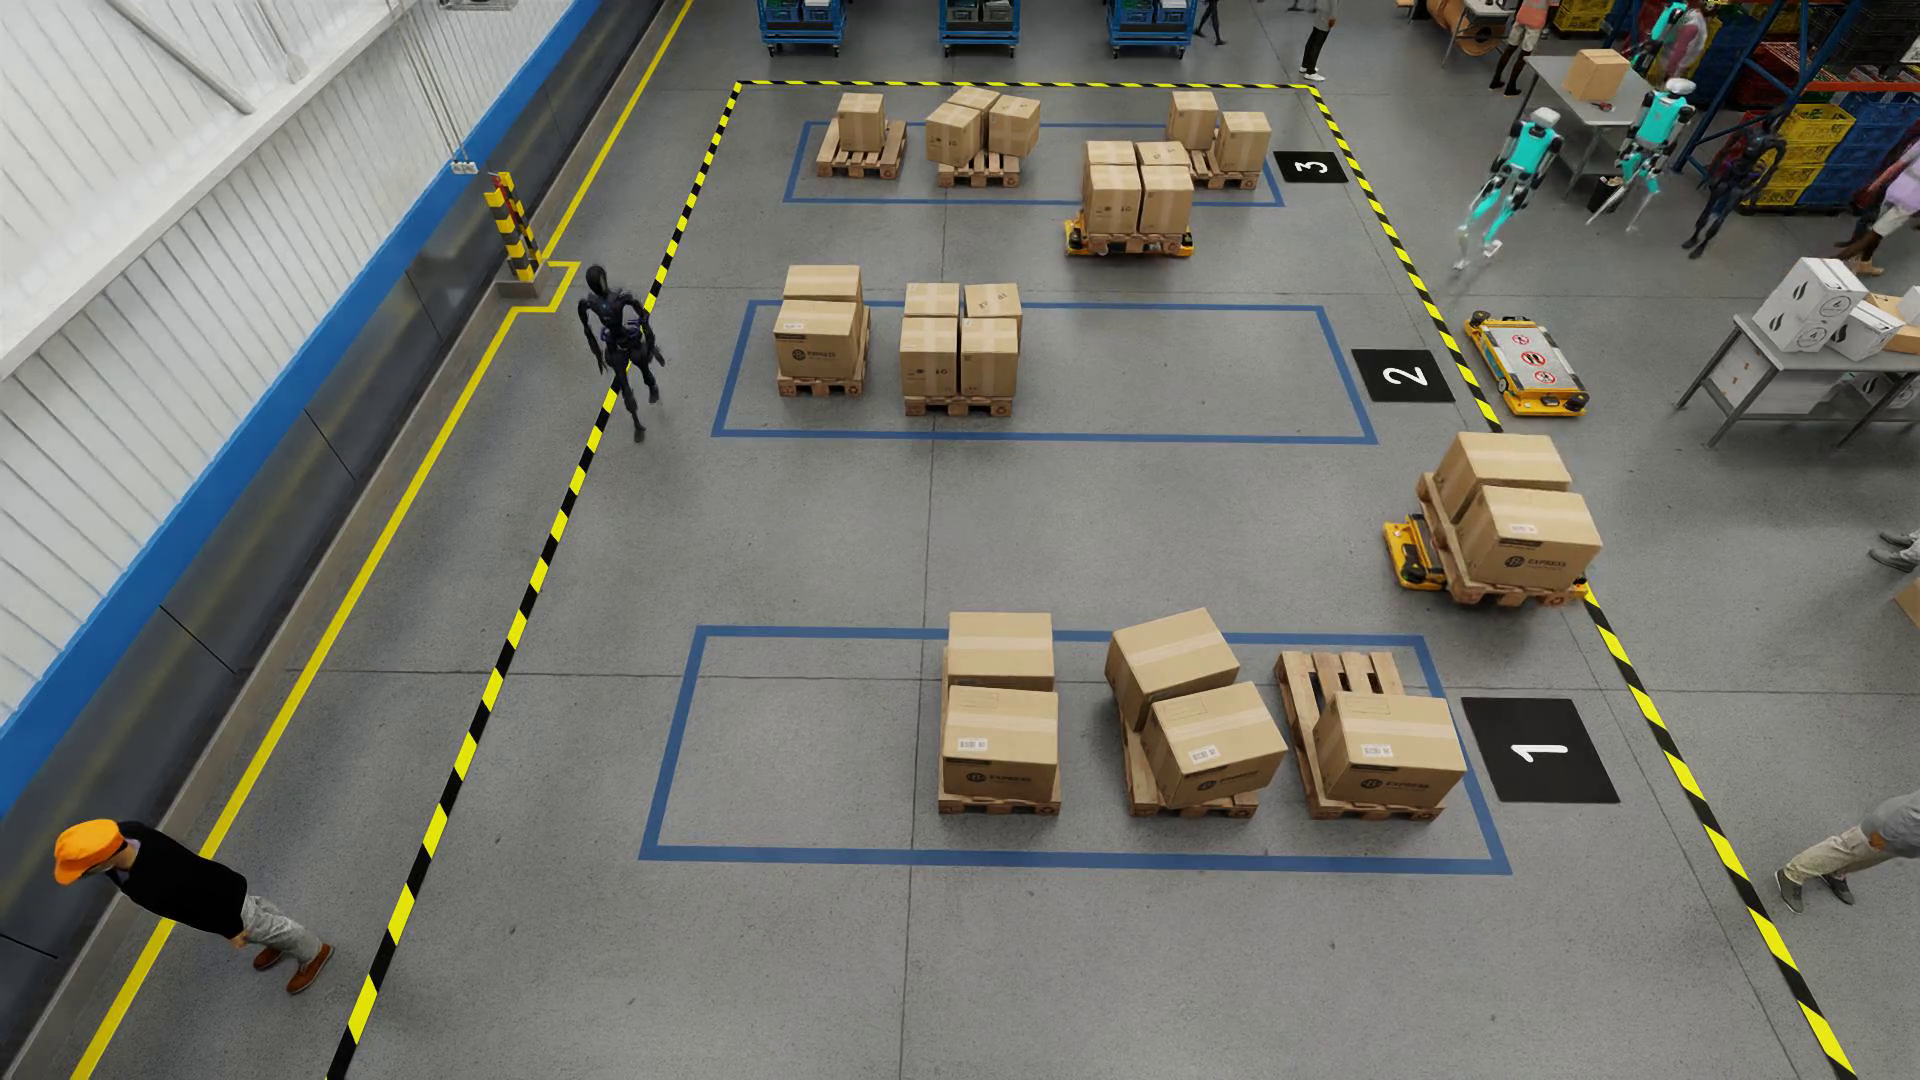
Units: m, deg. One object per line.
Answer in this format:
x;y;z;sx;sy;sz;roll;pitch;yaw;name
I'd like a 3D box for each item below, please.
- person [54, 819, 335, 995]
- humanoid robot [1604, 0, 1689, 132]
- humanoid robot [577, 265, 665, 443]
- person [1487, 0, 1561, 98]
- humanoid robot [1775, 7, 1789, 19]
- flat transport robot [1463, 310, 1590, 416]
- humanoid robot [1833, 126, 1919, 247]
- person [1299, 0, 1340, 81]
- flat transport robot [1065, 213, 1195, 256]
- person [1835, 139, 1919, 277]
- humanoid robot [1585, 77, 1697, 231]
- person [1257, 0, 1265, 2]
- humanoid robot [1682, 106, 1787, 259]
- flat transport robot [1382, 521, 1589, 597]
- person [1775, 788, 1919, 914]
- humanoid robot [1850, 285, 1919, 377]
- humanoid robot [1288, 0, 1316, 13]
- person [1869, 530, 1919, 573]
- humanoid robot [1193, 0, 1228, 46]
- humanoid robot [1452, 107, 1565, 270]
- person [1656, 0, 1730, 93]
-3.959;1.918;4.809;0.585;1.878;0.383;24;53;19;person
8.757;-6.303;12.011;0.666;1.789;0.542;19;52;16;humanoid robot
-2.950;-1.709;8.121;0.592;1.644;0.790;-7;50;-6;humanoid robot
7.871;-7.150;12.600;0.362;1.963;0.610;-19;52;-16;person
13.232;-8.831;14.254;0.598;1.629;0.642;-1;49;-1;humanoid robot
5.573;-1.757;9.054;0.659;0.231;1.431;1;49;1;flat transport robot
10.220;-3.882;9.967;0.340;1.643;0.593;0;49;0;humanoid robot
5.243;-7.546;13.018;0.370;1.852;0.588;0;49;0;person
1.953;-3.557;10.594;1.431;0.197;0.652;1;49;1;flat transport robot
9.759;-3.547;9.478;1.010;1.984;0.671;-6;49;-5;person
7.781;-4.310;10.320;0.800;1.801;0.530;-23;53;-19;humanoid robot
5.056;-9.926;15.025;0.630;1.932;0.363;22;53;18;person
8.425;-3.886;9.961;0.469;1.645;0.610;-28;55;-22;humanoid robot
4.247;0.113;7.417;1.431;0.197;0.652;3;49;2;flat transport robot
5.378;1.607;5.152;0.562;1.764;0.402;-5;49;-4;person
8.935;-2.052;8.252;0.735;1.673;0.533;-6;49;-5;humanoid robot
5.818;-9.400;14.745;0.625;1.644;0.608;-2;49;-2;humanoid robot
7.752;-0.494;6.860;0.601;1.939;0.407;-36;58;-27;person
3.966;-8.440;13.933;0.601;1.625;0.782;-35;57;-26;humanoid robot
5.711;-3.613;9.691;1.031;1.735;0.544;-34;57;-26;humanoid robot
9.248;-6.199;11.879;0.525;1.815;0.595;31;56;24;person
